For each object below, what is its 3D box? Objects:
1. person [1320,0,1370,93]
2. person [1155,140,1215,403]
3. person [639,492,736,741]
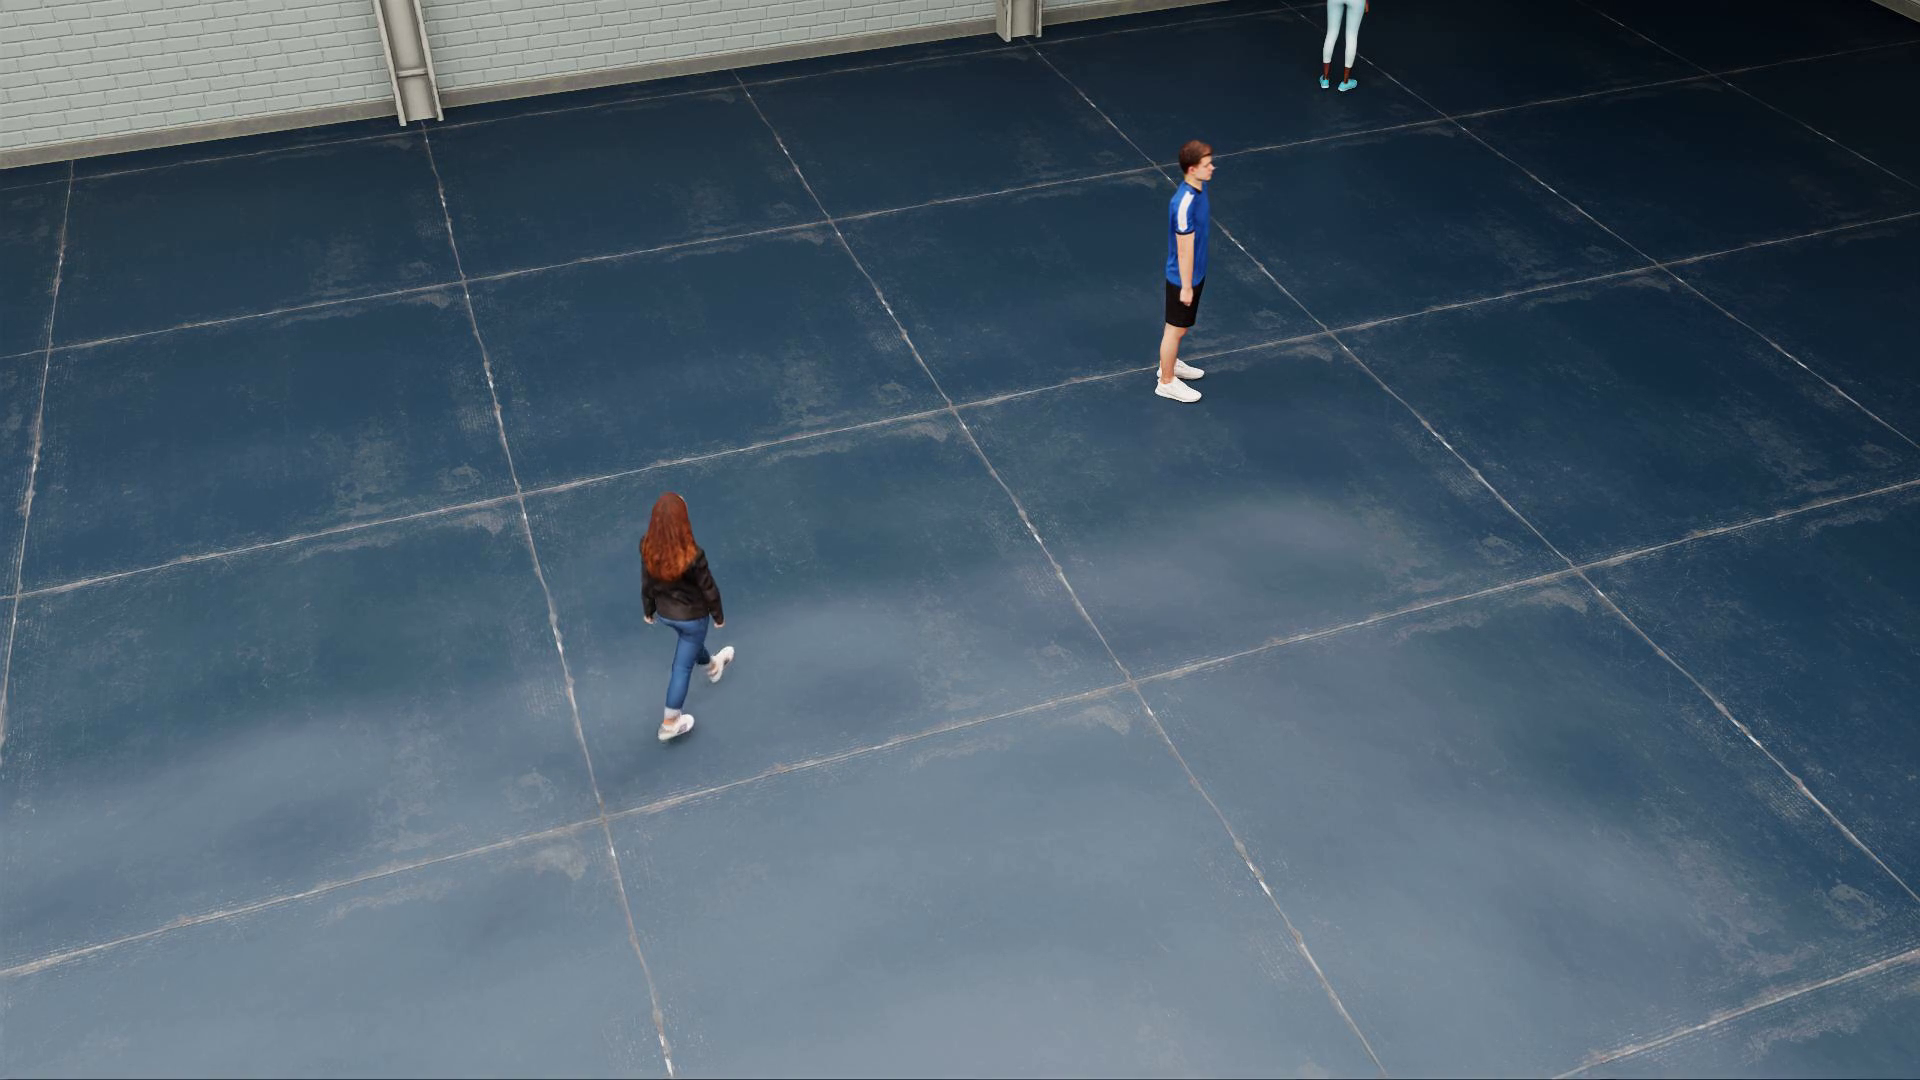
[{"bbox_3d":[3.622,-5.076,15.551,0.649,1.725,0.716,14,40,17],"label":"person"},{"bbox_3d":[1.528,-1.845,11.305,0.751,1.866,0.737,7,39,9],"label":"person"},{"bbox_3d":[-1.494,0.421,8.752,0.972,1.443,1.048,17,41,21],"label":"person"}]
